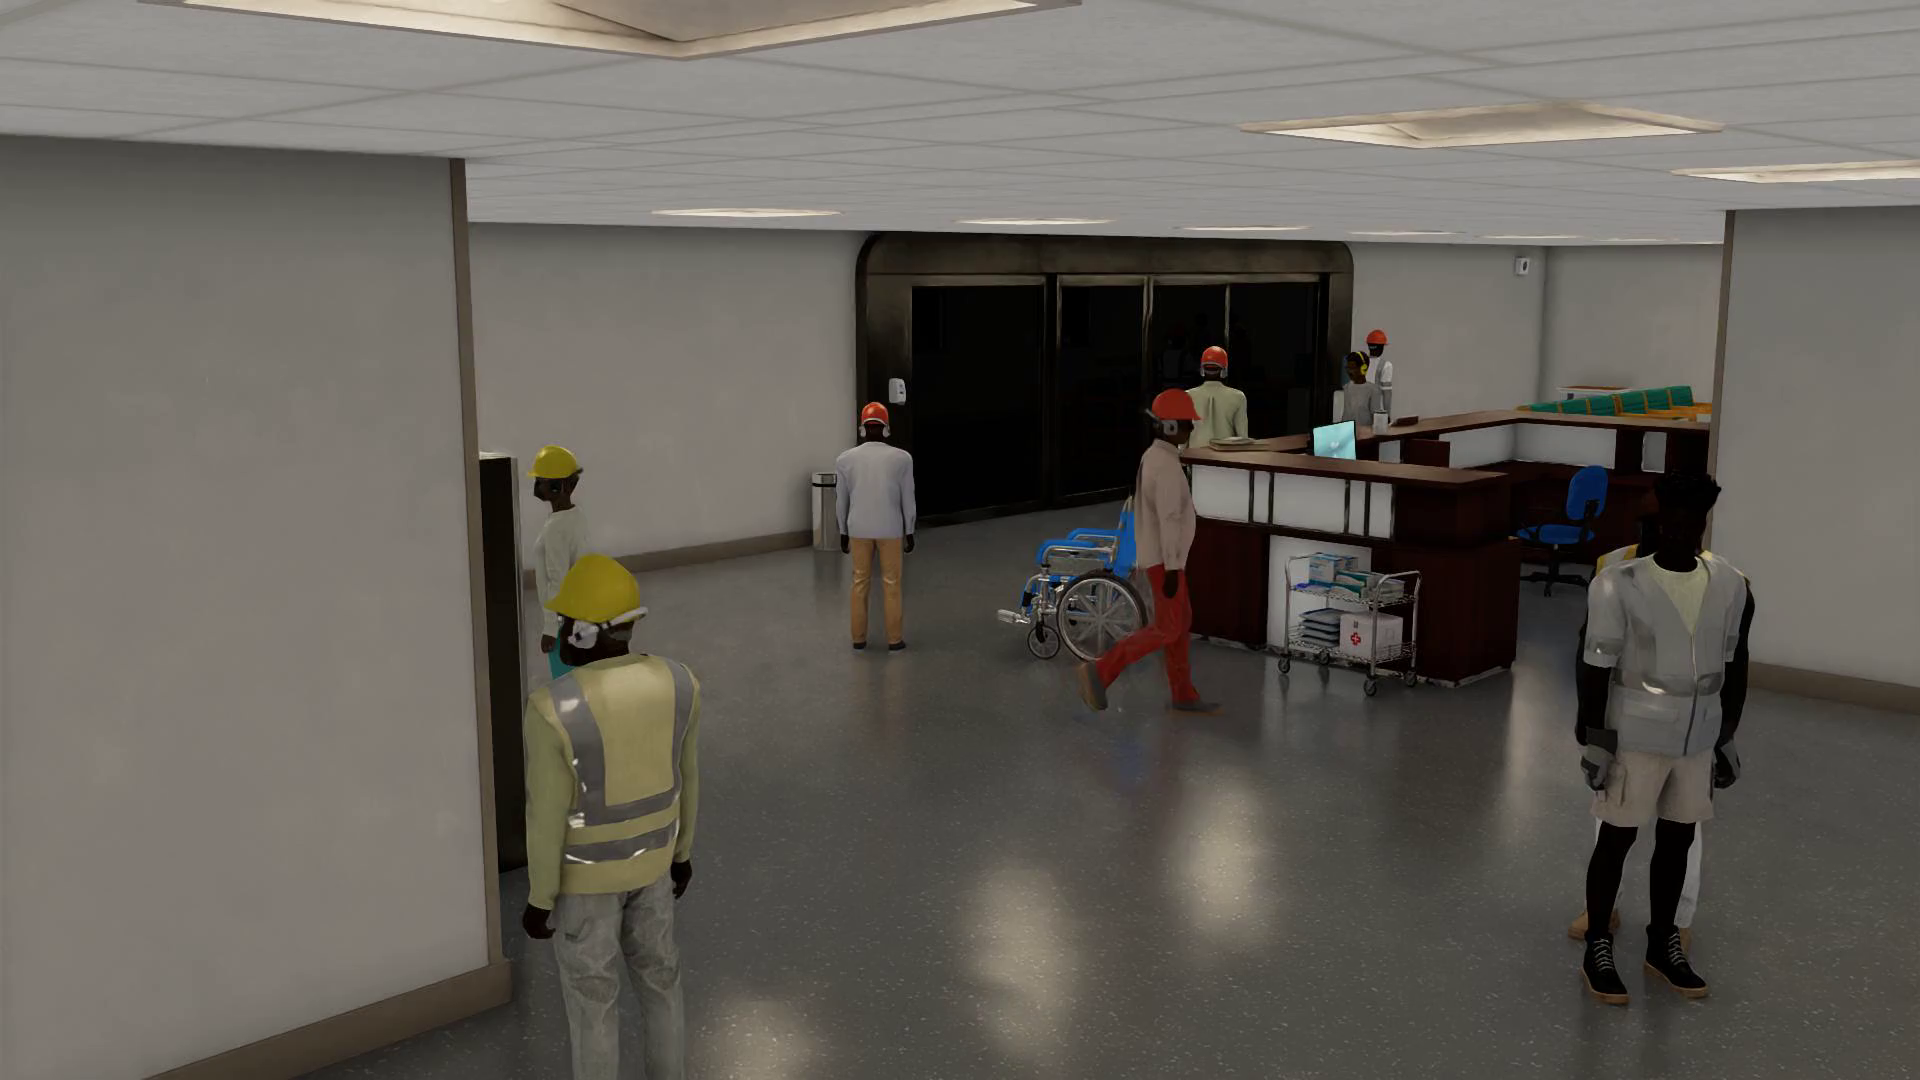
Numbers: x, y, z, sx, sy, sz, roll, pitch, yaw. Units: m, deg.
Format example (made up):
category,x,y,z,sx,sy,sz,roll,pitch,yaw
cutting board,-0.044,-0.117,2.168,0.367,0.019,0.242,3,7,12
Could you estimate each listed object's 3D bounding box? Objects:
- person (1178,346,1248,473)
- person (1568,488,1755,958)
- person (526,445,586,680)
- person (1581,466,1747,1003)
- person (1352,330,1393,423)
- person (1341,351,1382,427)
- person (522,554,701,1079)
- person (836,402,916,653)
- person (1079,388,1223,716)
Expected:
category,x,y,z,sx,sy,sz,roll,pitch,yaw
person,2.179,-0.672,14.364,0.612,1.995,0.376,2,9,12
person,2.683,0.699,6.441,0.633,1.839,0.429,8,12,40
person,-2.037,0.395,8.516,0.305,1.771,0.525,0,9,-2
person,2.543,0.703,6.026,0.612,1.962,0.363,-2,9,-10
person,4.985,-1.570,20.096,0.392,1.929,0.546,-9,13,-43
person,3.874,-0.914,16.258,0.326,1.865,0.519,-5,11,-30
person,-1.042,0.947,4.929,0.404,1.834,0.600,8,12,41
person,-0.578,-0.087,11.546,0.564,1.743,0.352,1,9,8
person,1.138,0.094,9.746,0.801,1.971,0.631,0,9,-1
